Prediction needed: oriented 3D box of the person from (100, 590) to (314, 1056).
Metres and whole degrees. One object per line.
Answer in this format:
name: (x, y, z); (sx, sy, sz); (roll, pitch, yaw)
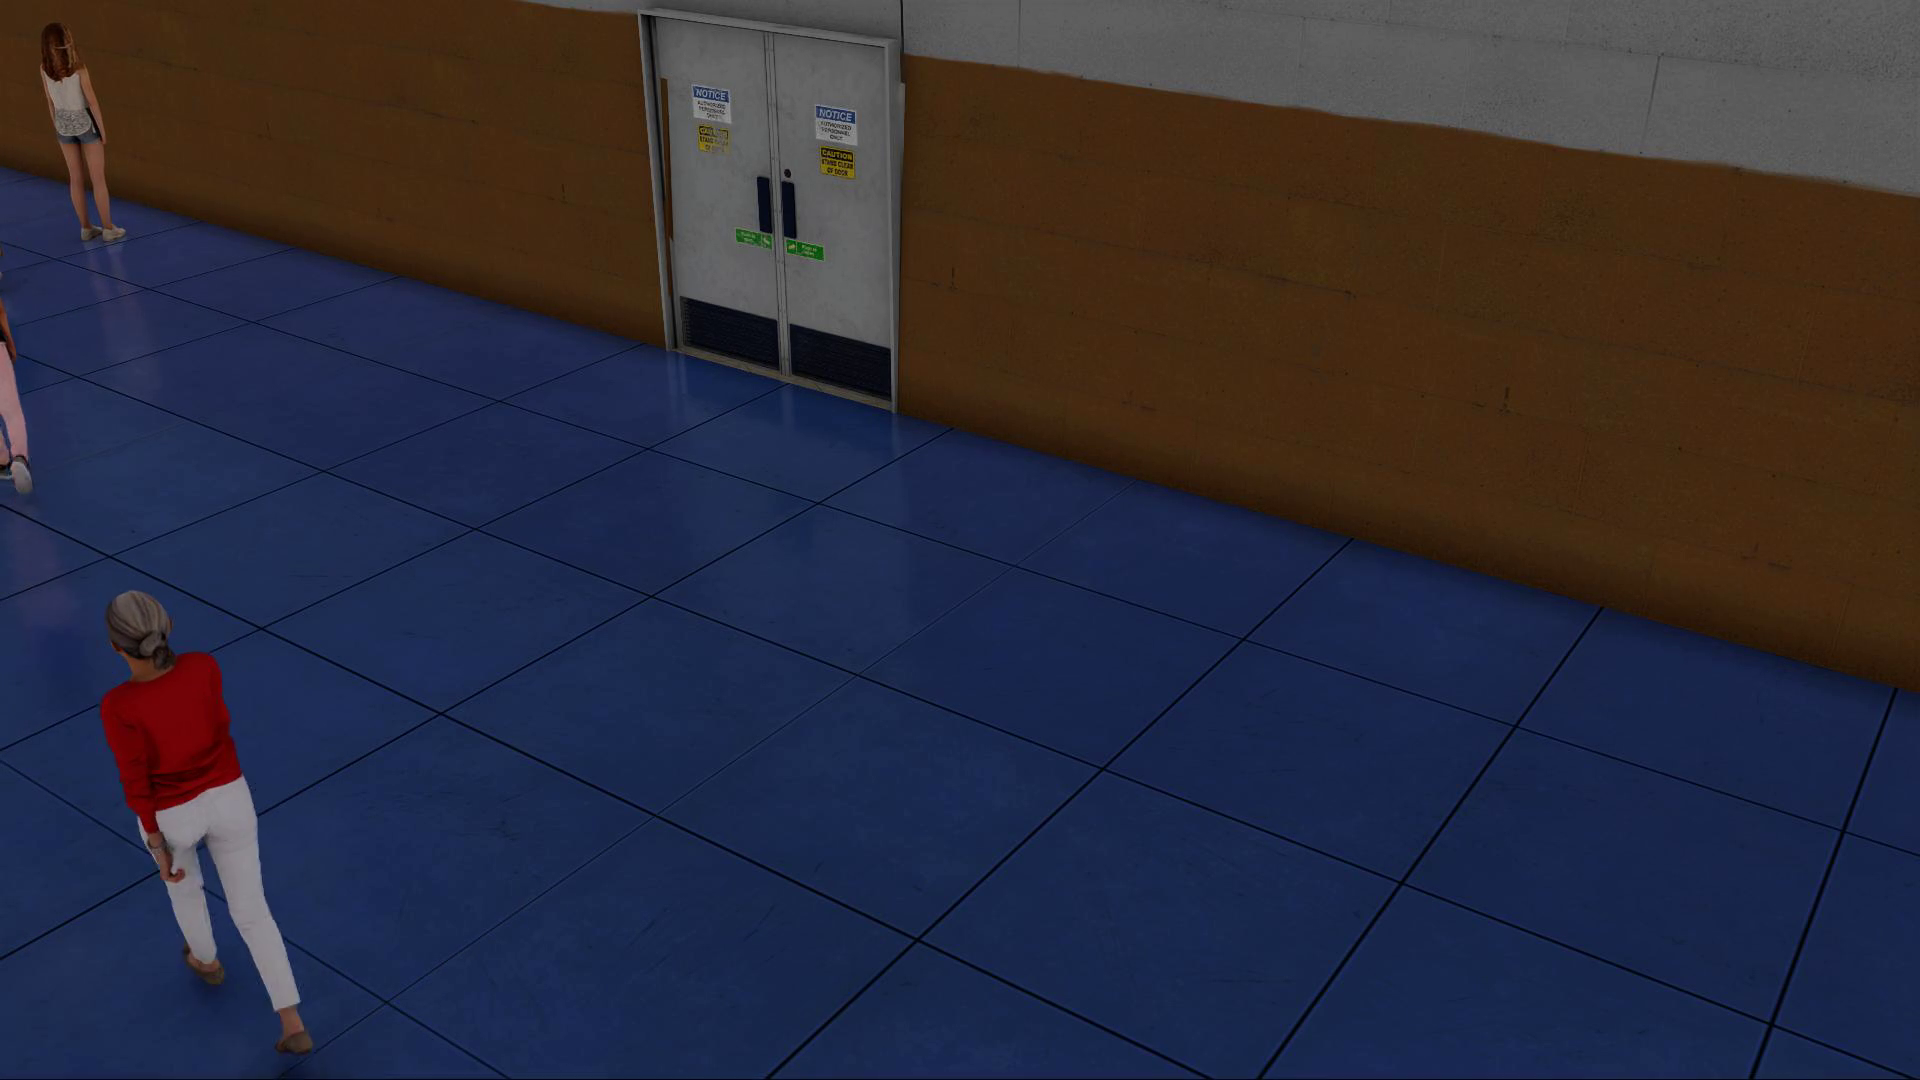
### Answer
person: (-2.390, 0.938, 5.331); (1.120, 1.652, 0.754); (-23, 35, -38)

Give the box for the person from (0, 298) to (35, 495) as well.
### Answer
person: (-5.447, -0.988, 9.248); (0.936, 1.546, 0.822); (-15, 30, -27)

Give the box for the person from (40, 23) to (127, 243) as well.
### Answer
person: (-7.237, -3.329, 13.631); (0.638, 1.755, 0.667); (0, 27, 0)
